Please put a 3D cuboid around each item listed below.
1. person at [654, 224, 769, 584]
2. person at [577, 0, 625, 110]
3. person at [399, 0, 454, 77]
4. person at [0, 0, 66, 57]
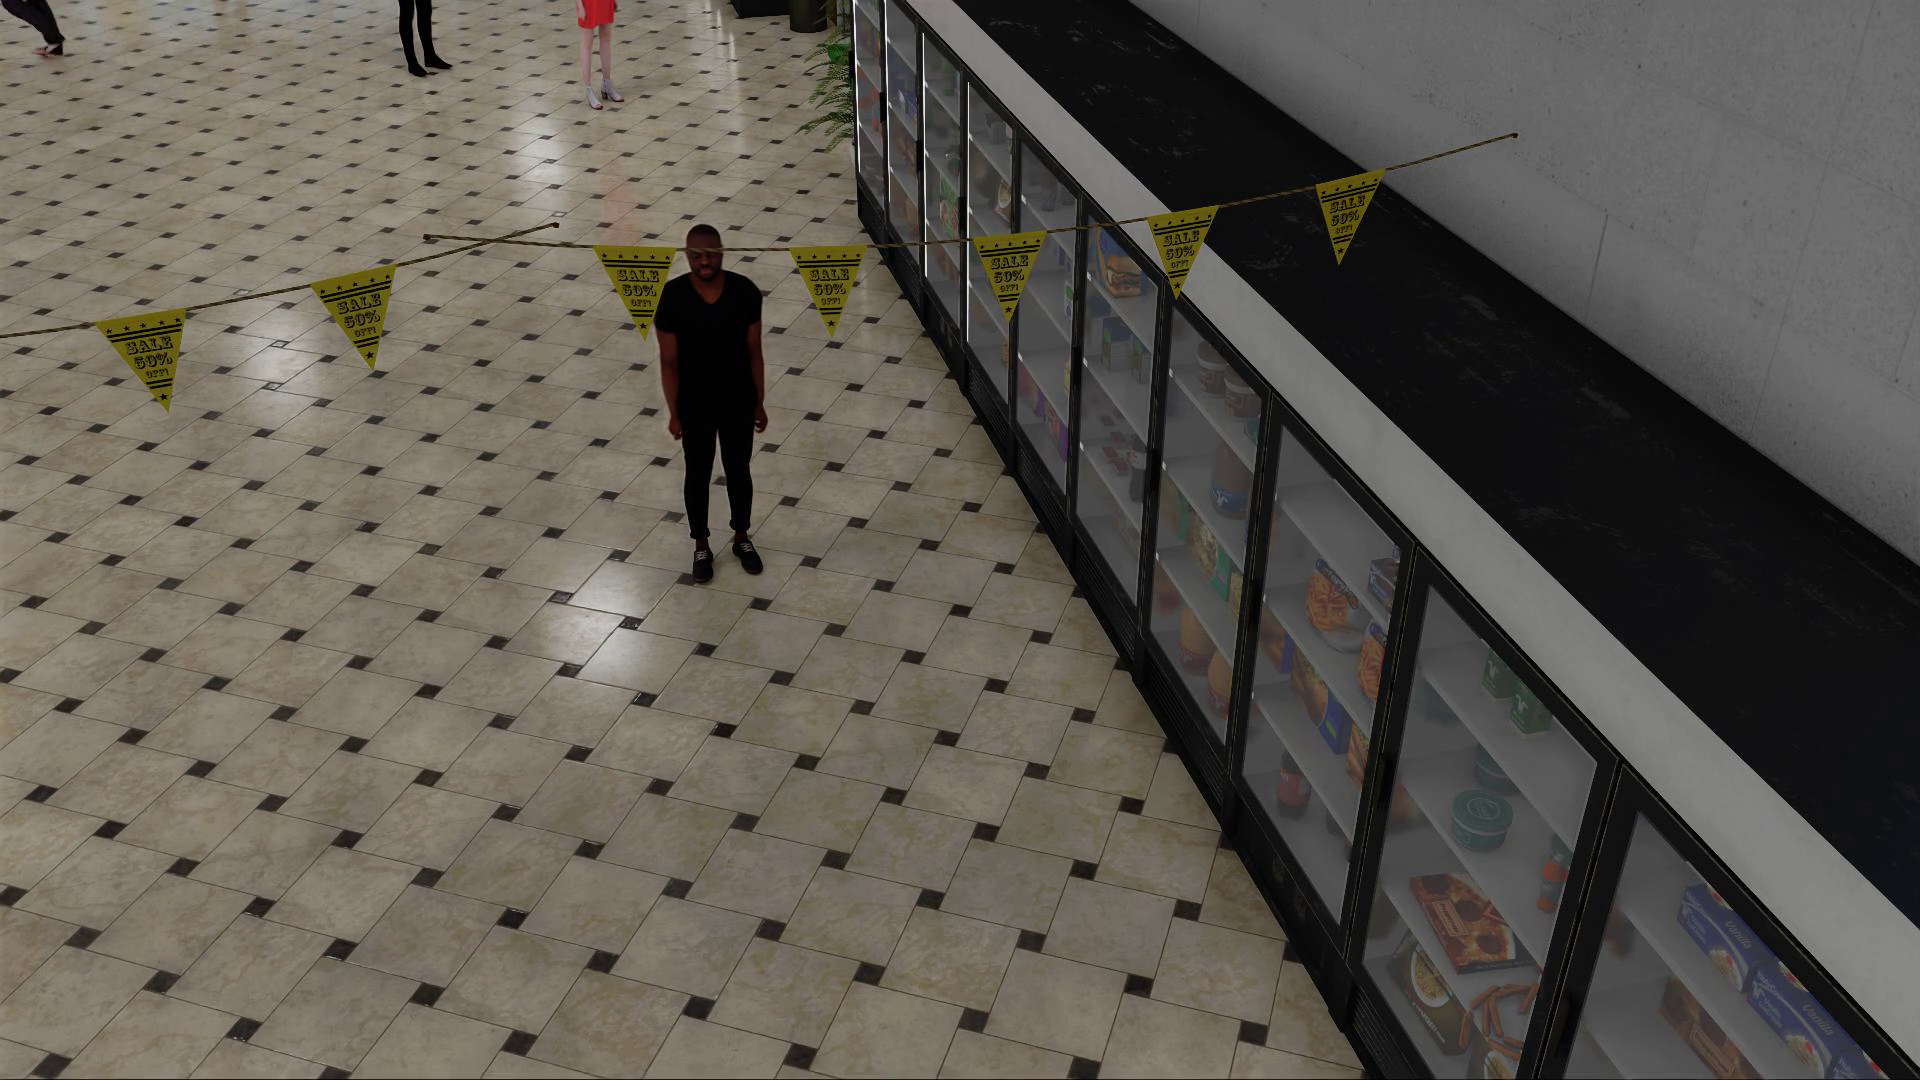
[{"bbox_3d":[-1.173,-0.655,7.981,0.484,1.819,0.717,-9,33,-14],"label":"person"},{"bbox_3d":[-3.185,-4.713,14.495,0.739,1.826,0.657,21,37,30],"label":"person"},{"bbox_3d":[-5.073,-5.286,15.355,0.841,1.890,0.767,19,37,28],"label":"person"},{"bbox_3d":[-8.770,-5.479,15.700,0.753,1.854,0.735,-3,32,-5],"label":"person"}]
